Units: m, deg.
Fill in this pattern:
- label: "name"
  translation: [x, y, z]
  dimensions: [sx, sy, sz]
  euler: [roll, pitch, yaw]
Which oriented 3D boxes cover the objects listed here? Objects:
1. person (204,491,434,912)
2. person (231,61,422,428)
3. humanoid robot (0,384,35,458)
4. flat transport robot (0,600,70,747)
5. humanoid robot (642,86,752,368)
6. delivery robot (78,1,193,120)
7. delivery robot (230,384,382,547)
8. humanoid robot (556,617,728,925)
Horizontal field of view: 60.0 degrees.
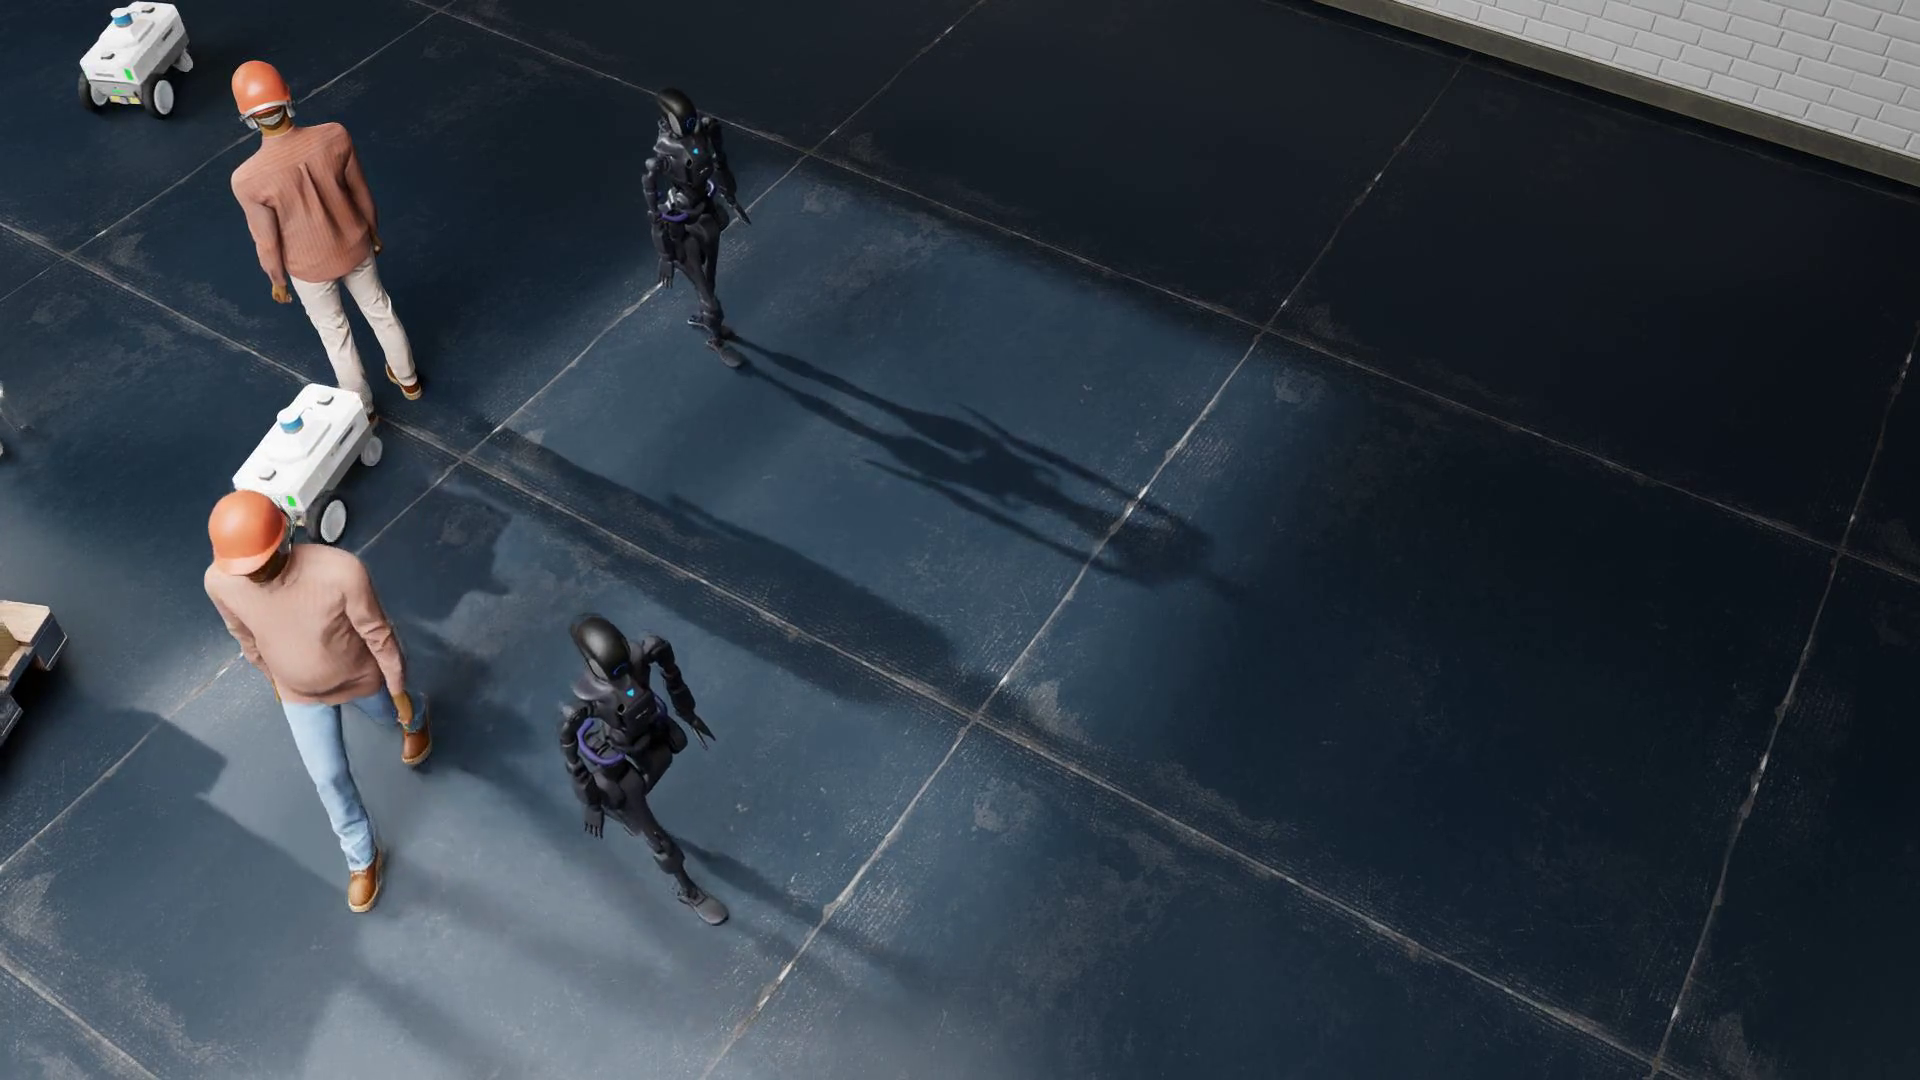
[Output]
- label: "person"
  translation: [-2.375, 0.474, 6.282]
  dimensions: [0.610, 1.951, 0.985]
  euler: [-5, 49, -5]
- label: "person"
  translation: [-3.010, -1.364, 7.869]
  dimensions: [0.388, 1.987, 0.608]
  euler: [36, 58, 27]
- label: "humanoid robot"
  translation: [-4.823, -0.983, 7.707]
  dimensions: [0.542, 1.805, 0.698]
  euler: [-30, 55, -24]
- label: "flat transport robot"
  translation: [-4.570, 0.800, 7.116]
  dimensions: [0.659, 0.231, 1.431]
  euler: [7, 49, 6]
- label: "humanoid robot"
  translation: [-1.305, -1.574, 8.261]
  dimensions: [0.475, 1.643, 0.603]
  euler: [29, 55, 23]
- label: "delivery robot"
  translation: [-5.067, -2.959, 10.215]
  dimensions: [0.506, 0.600, 0.771]
  euler: [7, 49, 6]
- label: "delivery robot"
  translation: [-3.134, -0.366, 7.946]
  dimensions: [0.499, 0.595, 0.770]
  euler: [12, 50, 11]
- label: "humanoid robot"
  translation: [-1.227, 0.779, 6.244]
  dimensions: [0.787, 1.637, 0.609]
  euler: [32, 56, 25]
